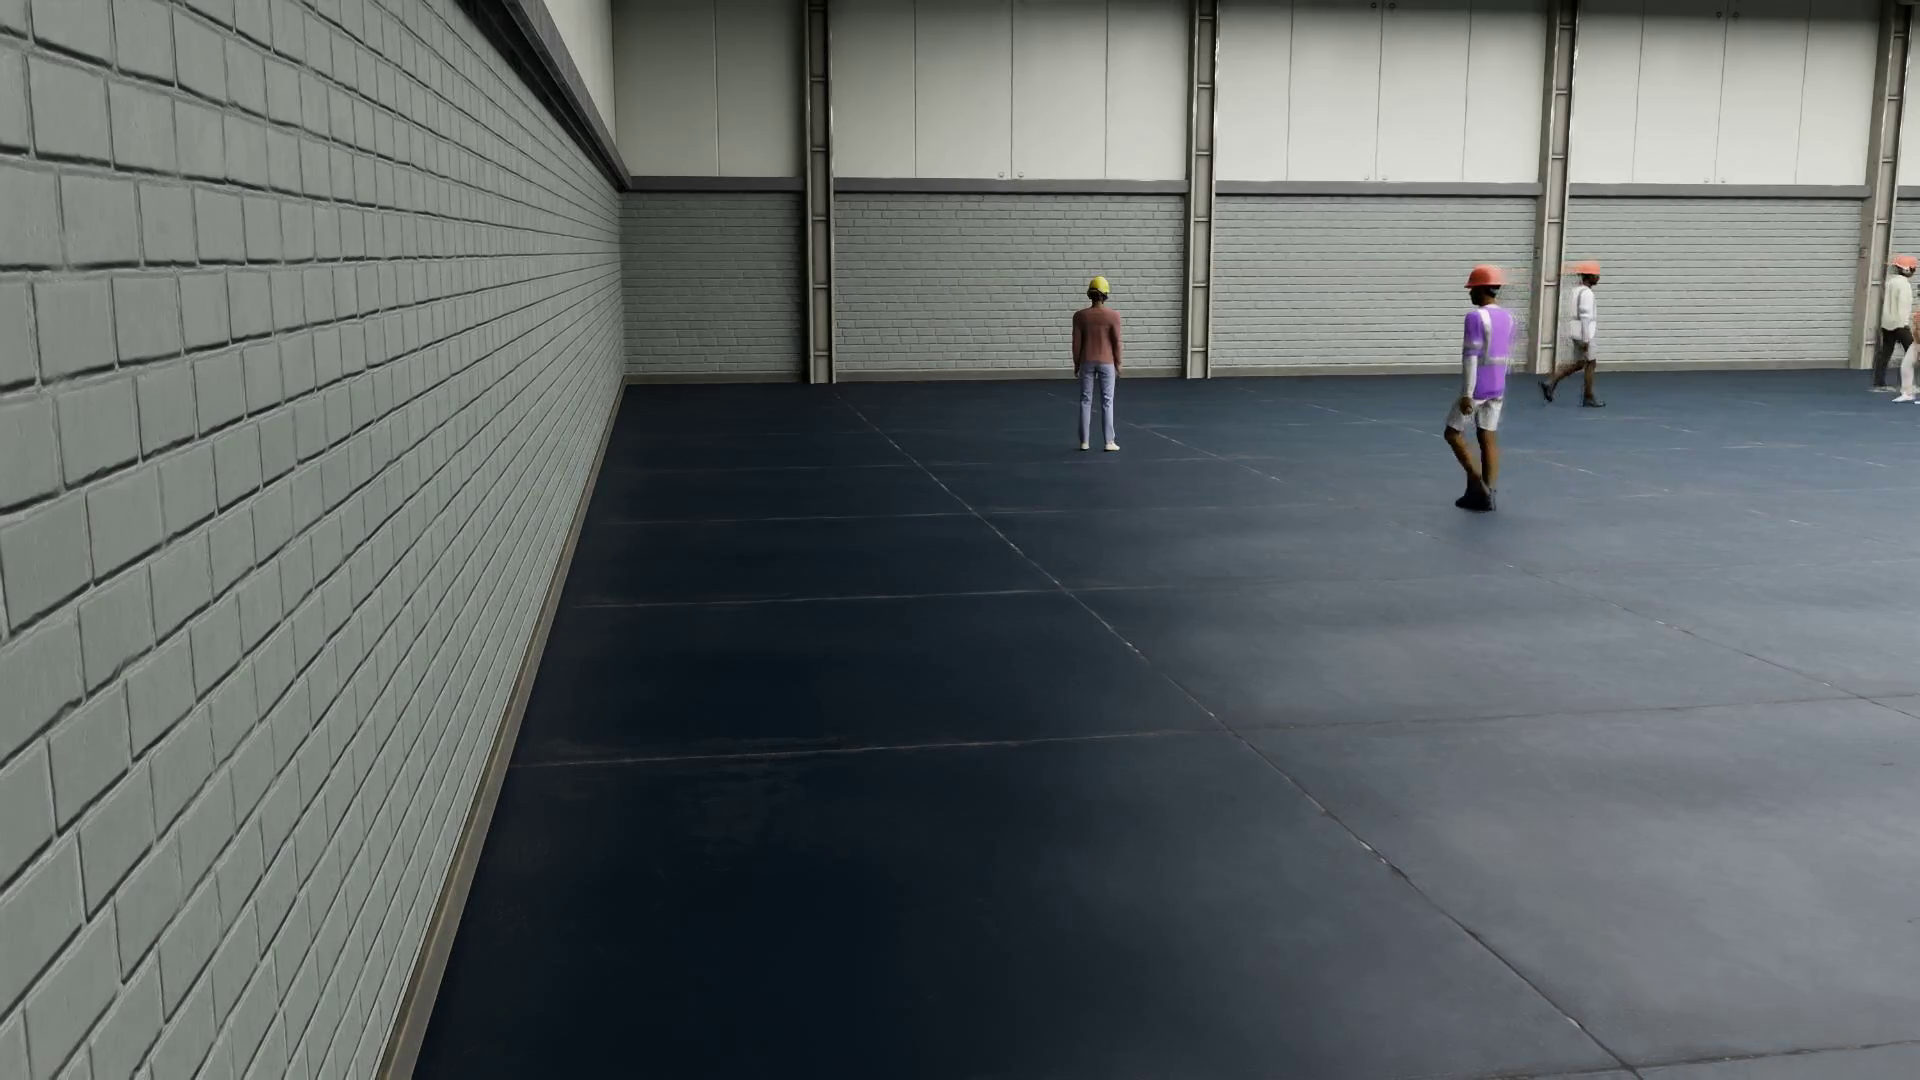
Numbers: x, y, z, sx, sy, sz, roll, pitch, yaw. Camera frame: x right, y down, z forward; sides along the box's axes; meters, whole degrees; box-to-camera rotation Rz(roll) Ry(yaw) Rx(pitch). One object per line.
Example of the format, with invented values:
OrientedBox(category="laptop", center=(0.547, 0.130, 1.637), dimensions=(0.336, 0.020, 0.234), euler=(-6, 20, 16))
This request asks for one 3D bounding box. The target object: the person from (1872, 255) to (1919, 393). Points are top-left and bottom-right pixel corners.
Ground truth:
OrientedBox(category="person", center=(13.488, -3.071, 23.743), dimensions=(0.746, 1.970, 0.617), euler=(1, 10, 4))

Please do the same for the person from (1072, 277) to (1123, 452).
OrientedBox(category="person", center=(1.394, -1.775, 16.855), dimensions=(0.522, 1.769, 0.311), euler=(3, 10, 18))

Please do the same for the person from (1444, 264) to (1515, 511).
OrientedBox(category="person", center=(4.049, -1.182, 12.983), dimensions=(0.585, 1.922, 0.408), euler=(-8, 12, -37))

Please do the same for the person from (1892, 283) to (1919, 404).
OrientedBox(category="person", center=(12.643, -2.590, 21.940), dimensions=(0.606, 1.615, 0.539), euler=(0, 10, 0))

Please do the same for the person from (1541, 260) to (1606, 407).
OrientedBox(category="person", center=(8.027, -2.673, 21.598), dimensions=(0.746, 1.914, 0.555), euler=(1, 10, 5))
